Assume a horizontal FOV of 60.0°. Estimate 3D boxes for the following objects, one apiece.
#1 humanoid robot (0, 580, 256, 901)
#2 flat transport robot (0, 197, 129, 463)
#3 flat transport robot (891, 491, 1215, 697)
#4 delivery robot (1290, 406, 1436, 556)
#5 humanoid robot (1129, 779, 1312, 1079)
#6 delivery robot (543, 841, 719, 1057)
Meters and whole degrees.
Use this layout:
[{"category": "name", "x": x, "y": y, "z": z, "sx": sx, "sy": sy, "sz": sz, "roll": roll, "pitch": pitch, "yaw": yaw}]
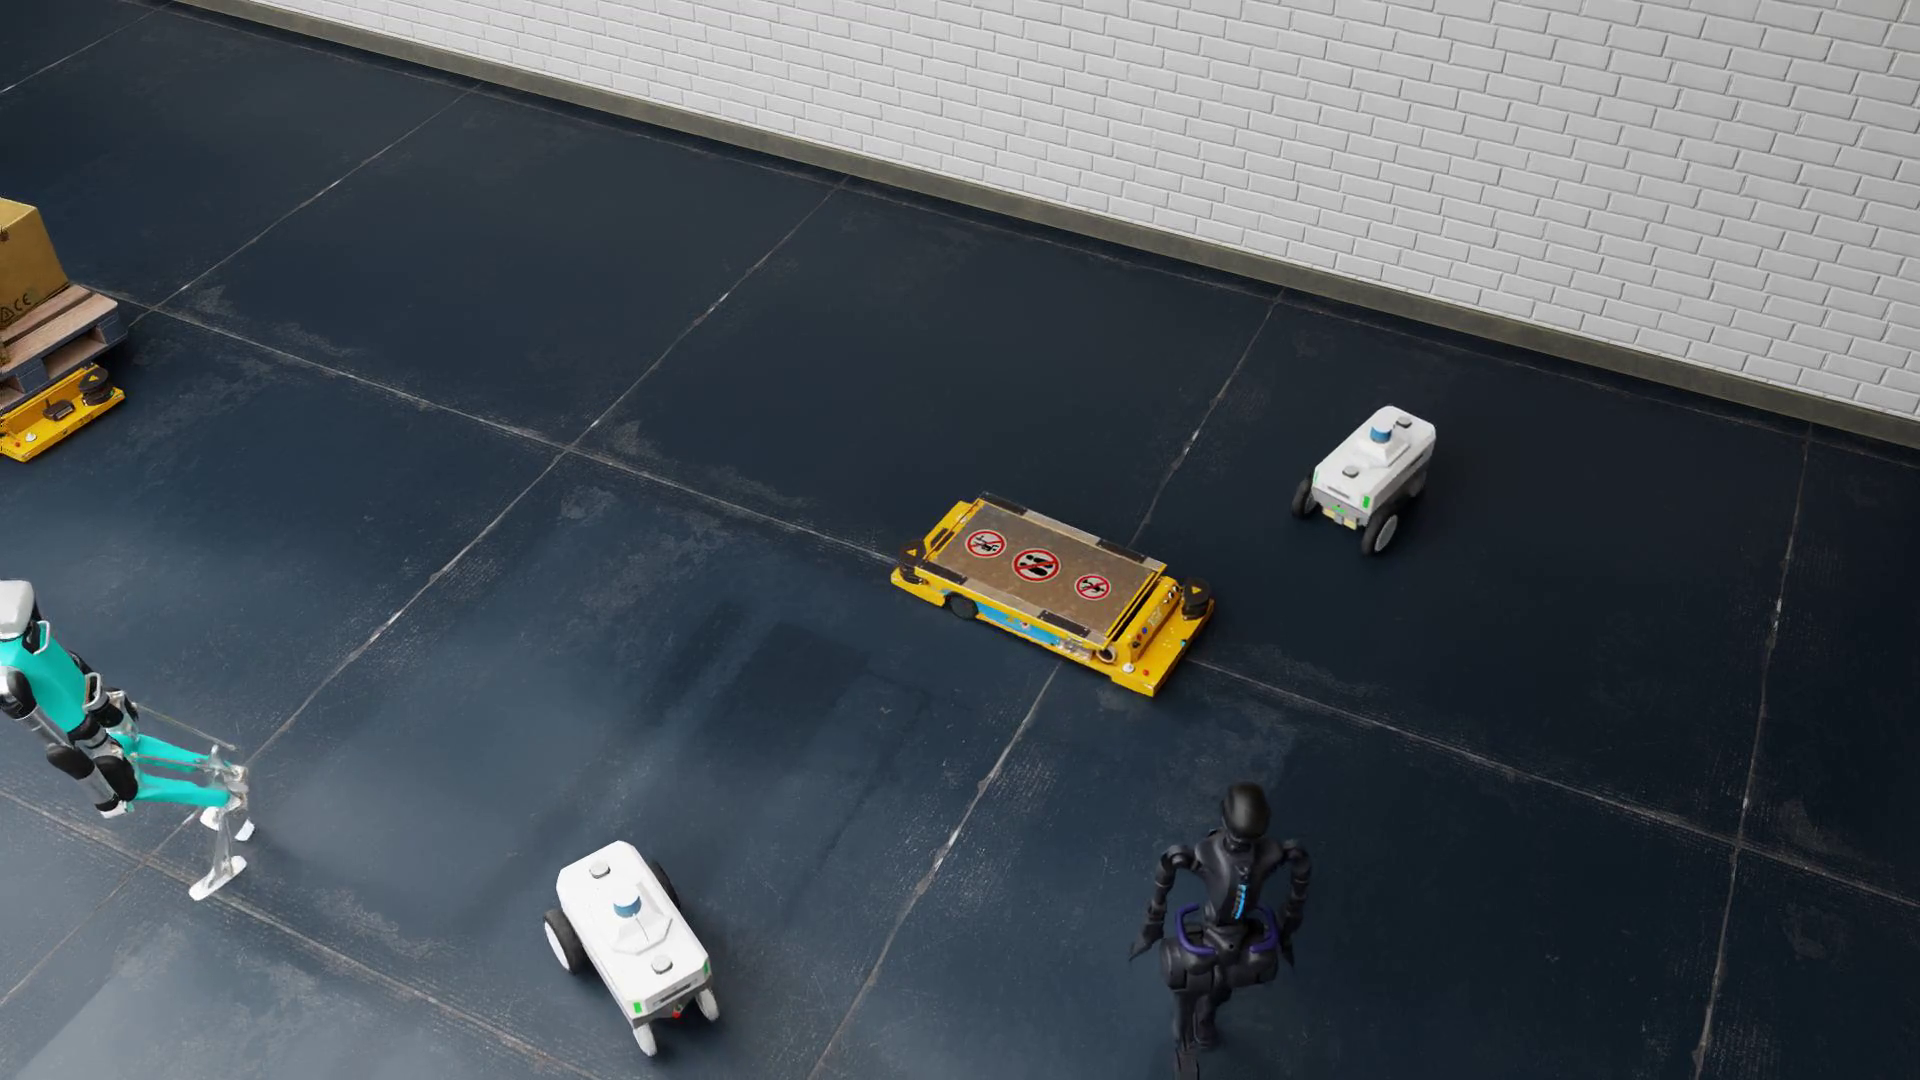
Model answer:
[{"category": "humanoid robot", "x": -3.092, "y": 0.742, "z": 6.359, "sx": 0.781, "sy": 1.741, "sz": 0.626, "roll": -13, "pitch": 44, "yaw": -14}, {"category": "flat transport robot", "x": -5.397, "y": -0.891, "z": 9.217, "sx": 1.431, "sy": 0.231, "sz": 0.659, "roll": 22, "pitch": 47, "yaw": 22}, {"category": "flat transport robot", "x": 0.441, "y": 0.224, "z": 8.013, "sx": 1.431, "sy": 0.231, "sz": 0.659, "roll": 23, "pitch": 47, "yaw": 22}, {"category": "delivery robot", "x": 2.072, "y": -0.330, "z": 8.413, "sx": 0.499, "sy": 0.612, "sz": 0.805, "roll": 31, "pitch": 51, "yaw": 29}, {"category": "humanoid robot", "x": 0.902, "y": 1.434, "z": 5.705, "sx": 0.585, "sy": 1.643, "sz": 0.722, "roll": -3, "pitch": 43, "yaw": -3}, {"category": "delivery robot", "x": -1.259, "y": 1.527, "z": 6.403, "sx": 0.499, "sy": 0.603, "sz": 0.794, "roll": -25, "pitch": 49, "yaw": -25}]
